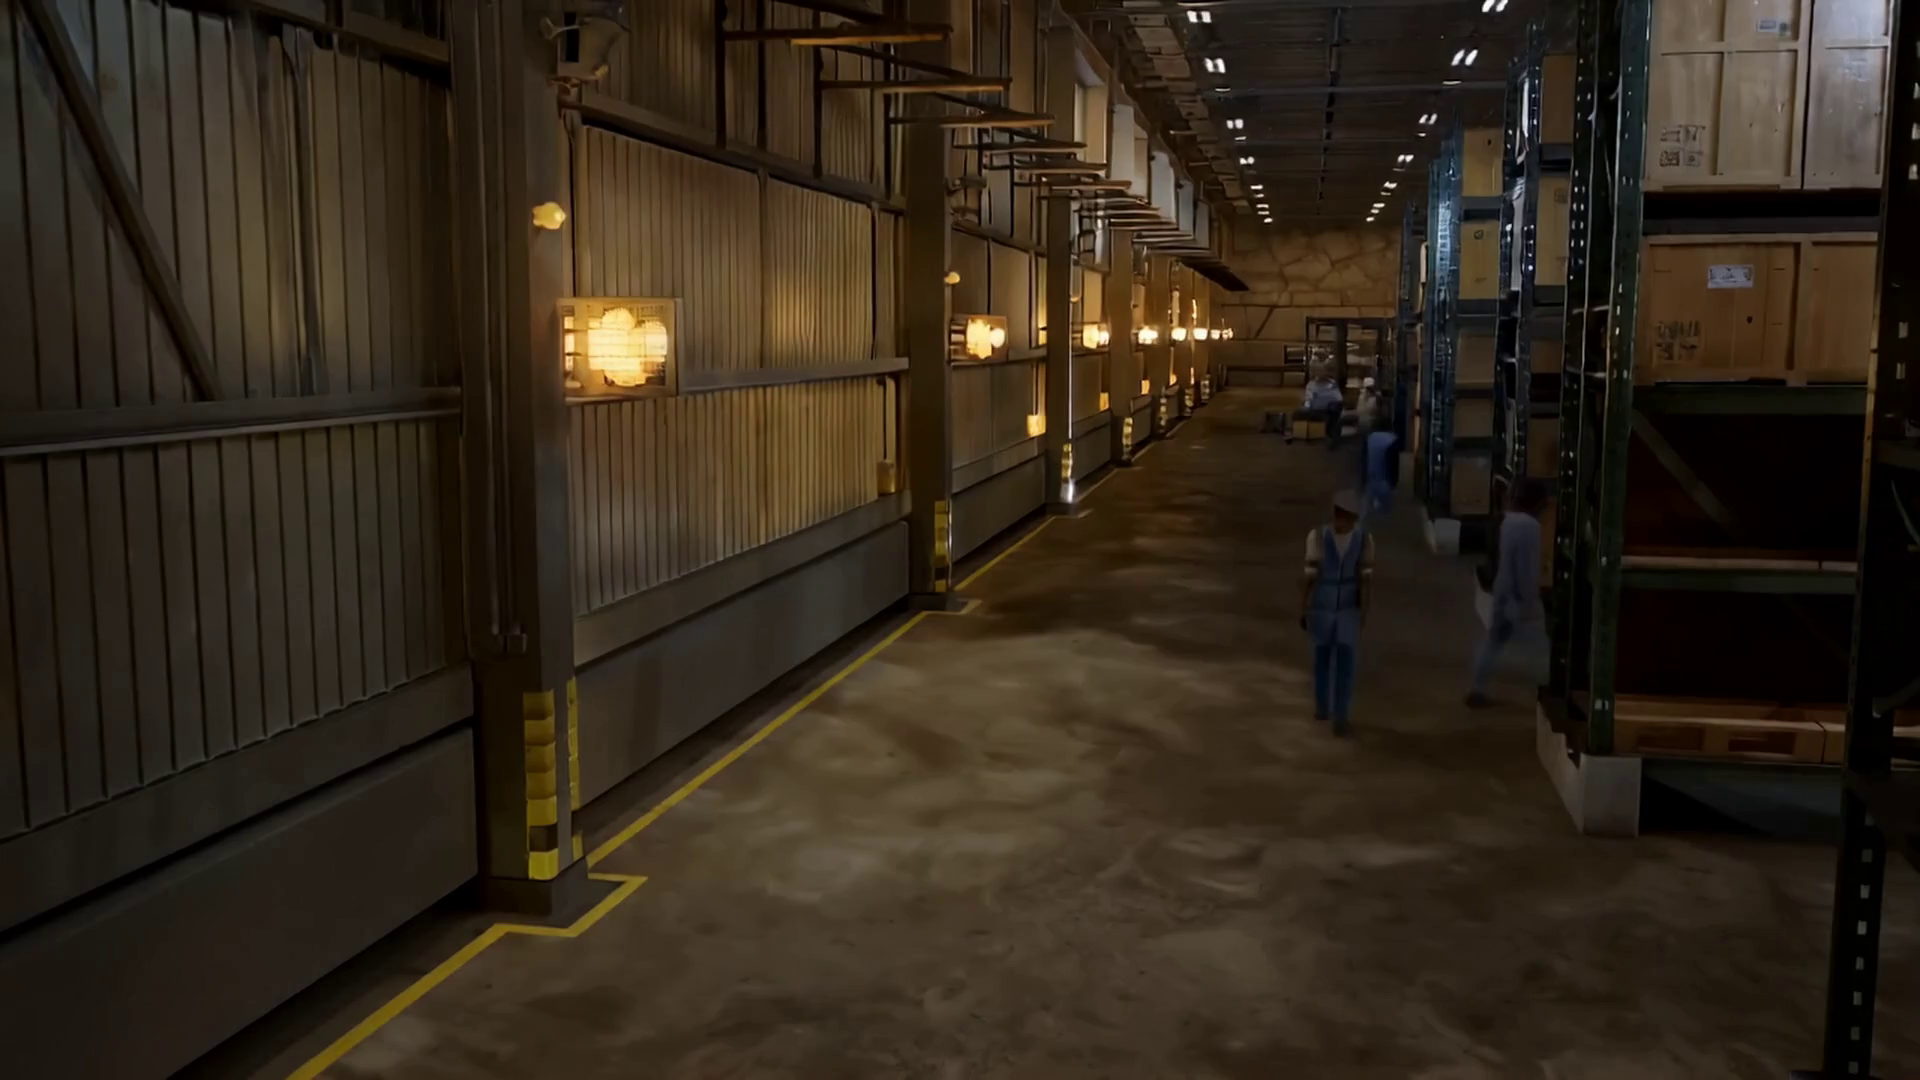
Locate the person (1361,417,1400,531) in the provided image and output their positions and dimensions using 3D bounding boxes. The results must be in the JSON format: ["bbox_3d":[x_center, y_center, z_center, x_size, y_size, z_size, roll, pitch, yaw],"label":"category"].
[{"bbox_3d":[6.458,-1.004,25.701,0.676,1.810,0.681,-4,8,-28],"label":"person"}]

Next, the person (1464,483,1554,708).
[{"bbox_3d":[4.621,0.465,13.666,1.032,1.872,0.754,-1,7,-11],"label":"person"}]

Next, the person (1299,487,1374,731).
[{"bbox_3d":[2.946,0.536,13.007,0.585,1.883,0.939,1,7,7],"label":"person"}]

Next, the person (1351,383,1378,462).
[{"bbox_3d":[9.764,-2.816,39.806,0.973,1.910,0.613,-6,9,-40],"label":"person"}]
